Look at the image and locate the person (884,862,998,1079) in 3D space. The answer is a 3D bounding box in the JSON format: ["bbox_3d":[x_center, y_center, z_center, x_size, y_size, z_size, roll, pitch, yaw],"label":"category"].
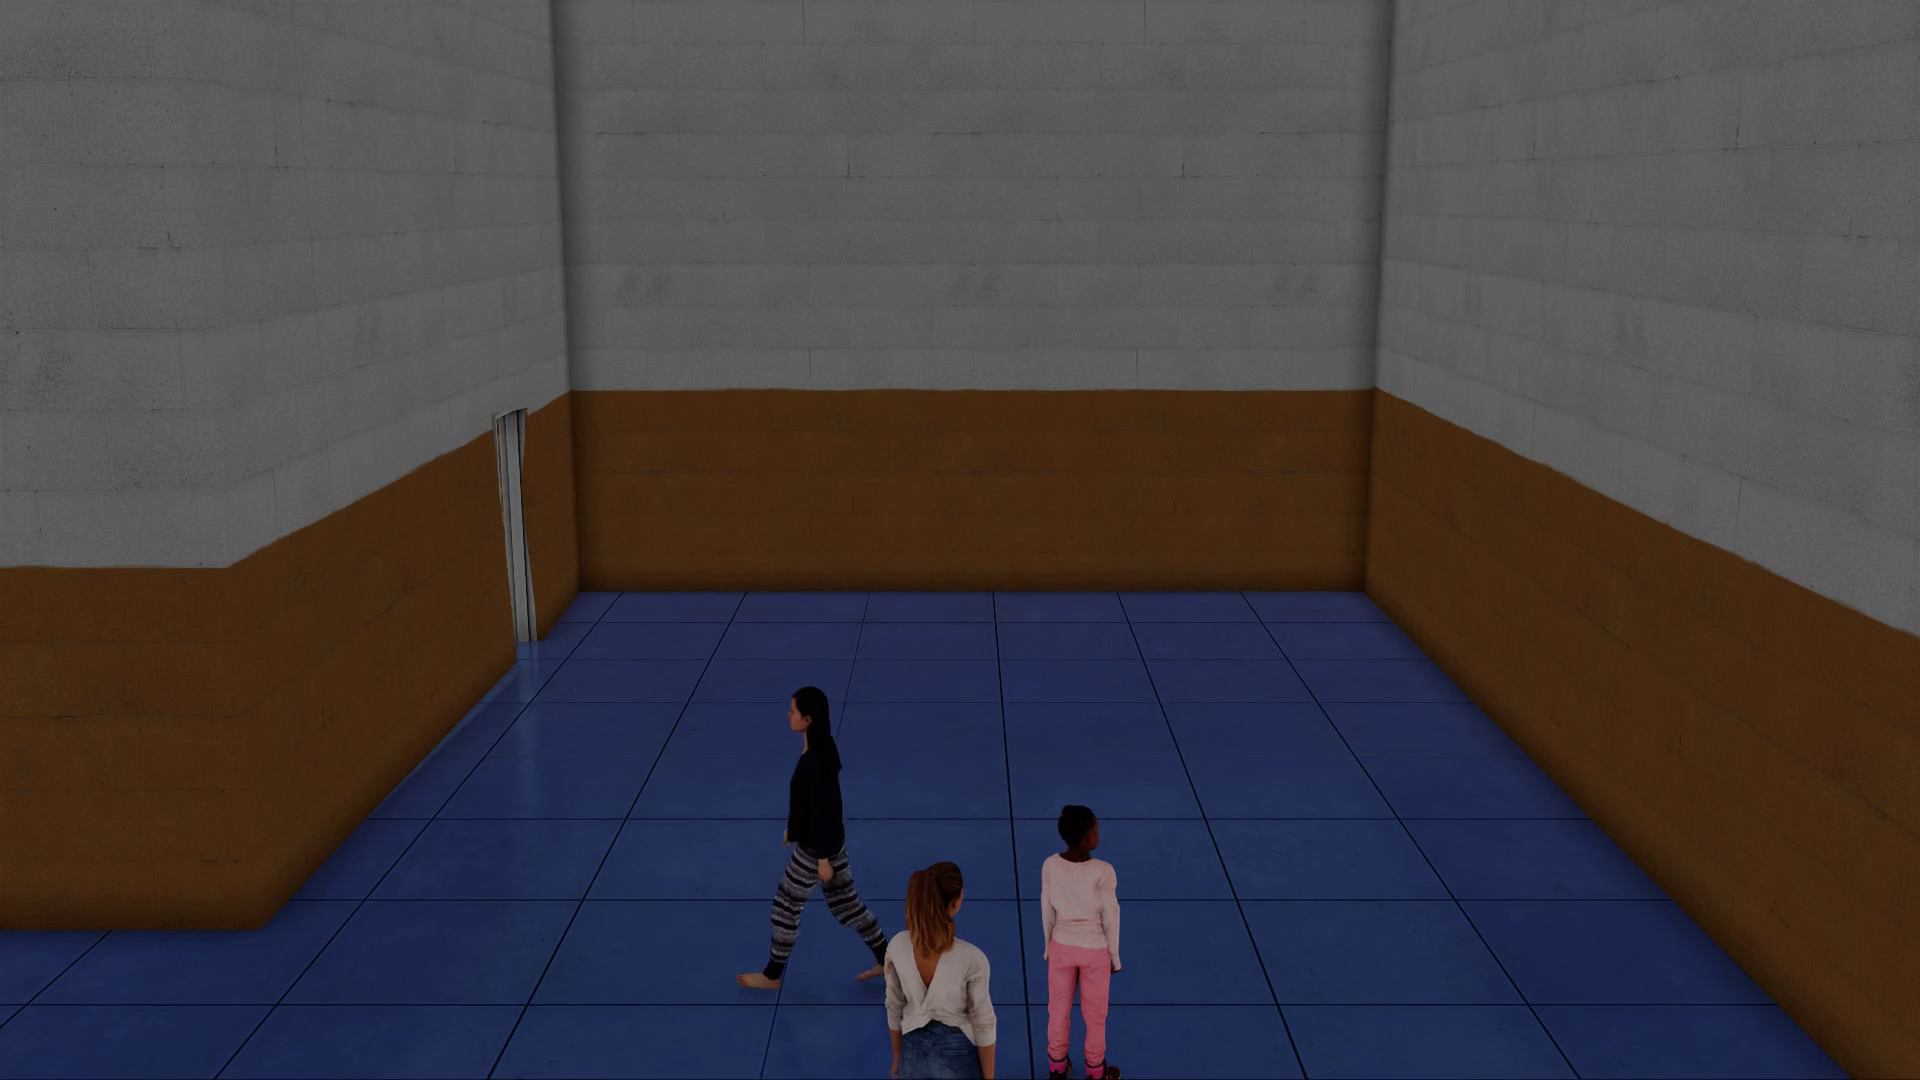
[{"bbox_3d":[-0.078,2.079,6.547,0.606,1.720,0.746,5,13,24],"label":"person"}]

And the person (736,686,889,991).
[{"bbox_3d":[-0.661,1.611,8.840,1.101,1.689,0.658,1,12,3],"label":"person"}]

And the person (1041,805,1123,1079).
[{"bbox_3d":[0.571,1.931,7.912,0.546,1.446,0.667,5,13,22],"label":"person"}]
